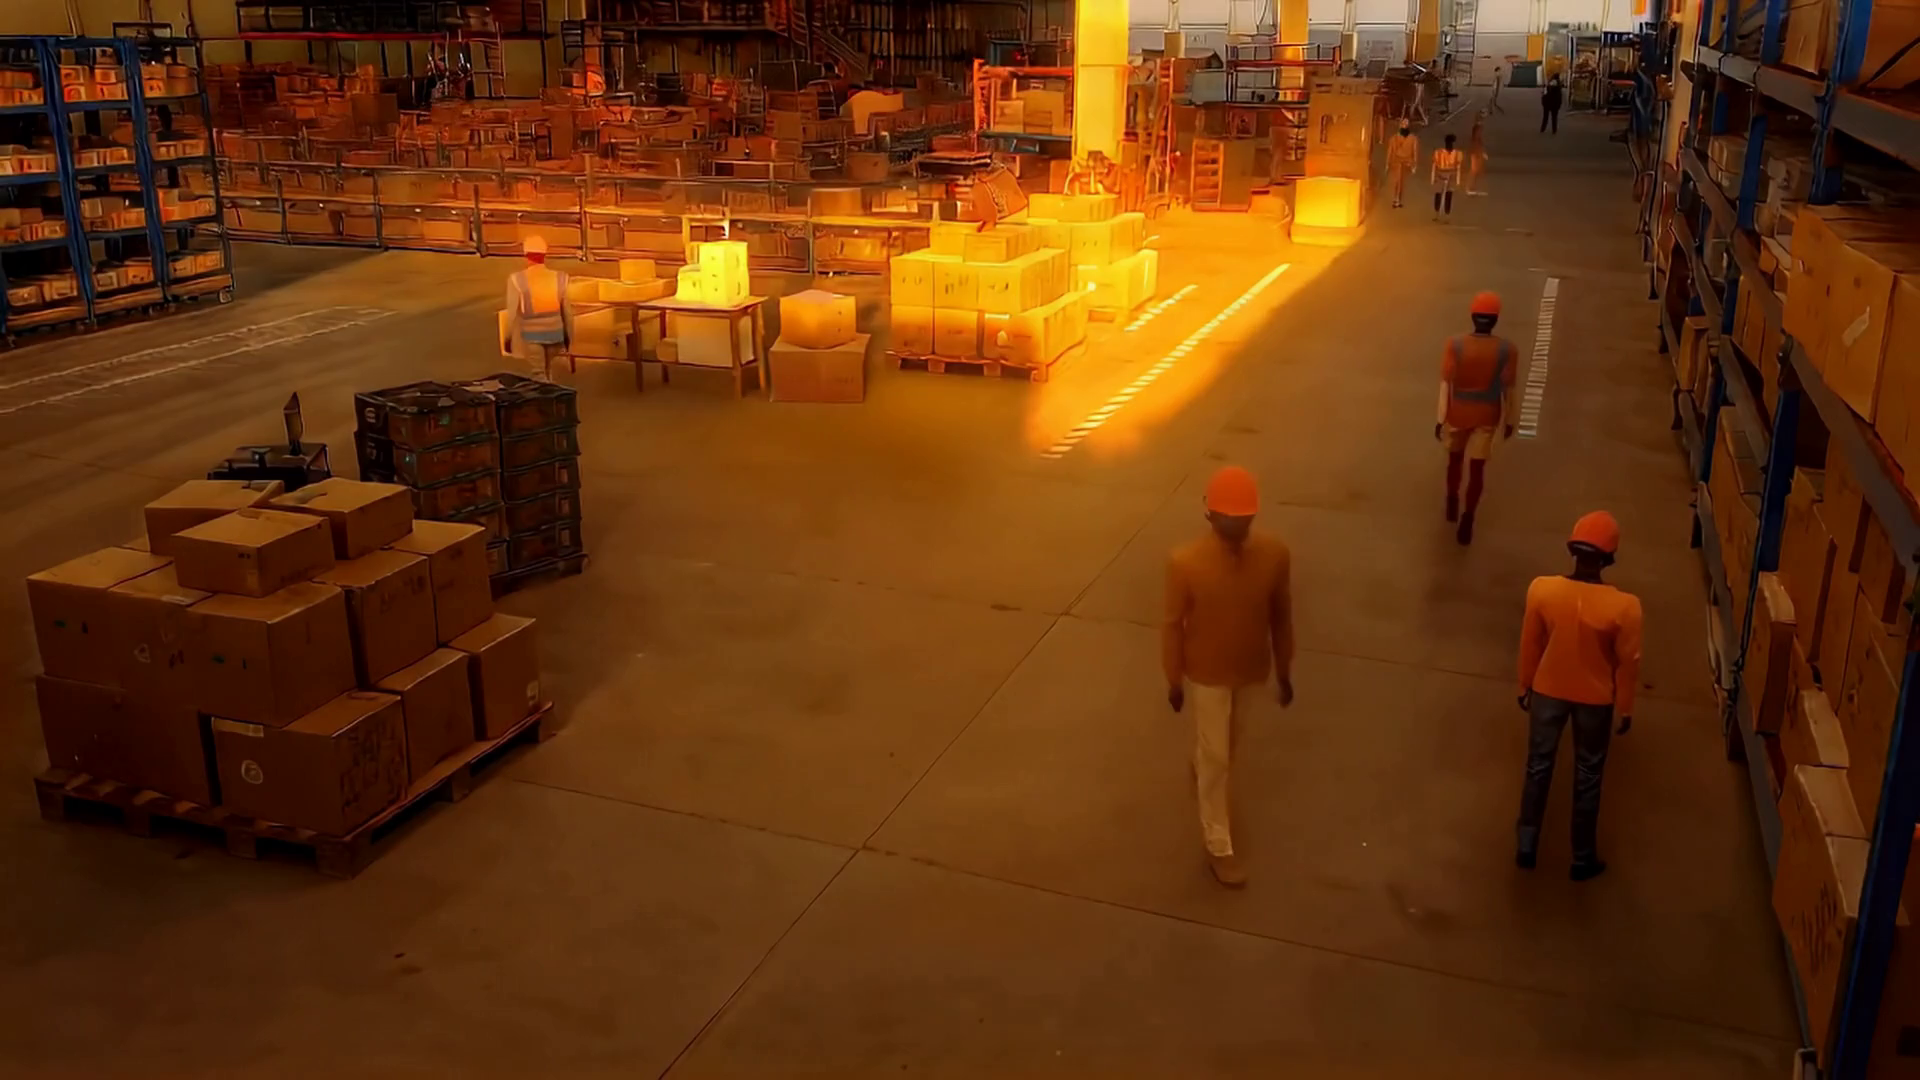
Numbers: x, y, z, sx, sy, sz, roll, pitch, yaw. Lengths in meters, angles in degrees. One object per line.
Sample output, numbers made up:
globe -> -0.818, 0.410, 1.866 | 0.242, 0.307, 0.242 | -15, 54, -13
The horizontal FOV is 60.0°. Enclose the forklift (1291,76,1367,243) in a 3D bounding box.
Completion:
forklift -> 6.598, -6.755, 29.381 | 1.129, 2.768, 1.873 | 6, 19, 19

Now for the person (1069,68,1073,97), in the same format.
person -> 5.298, -21.580, 77.513 | 0.464, 1.922, 0.641 | 5, 18, 16

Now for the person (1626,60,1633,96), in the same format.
person -> 32.111, -22.102, 79.529 | 0.531, 1.692, 0.320 | -14, 22, -36

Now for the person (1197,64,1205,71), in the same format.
person -> 9.567, -17.704, 65.345 | 0.773, 1.918, 0.544 | 5, 18, 15

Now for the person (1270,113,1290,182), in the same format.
person -> 7.527, -9.272, 39.339 | 0.509, 1.613, 0.609 | 16, 24, 41

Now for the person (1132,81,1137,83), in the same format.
person -> 9.590, -26.845, 94.123 | 0.944, 1.892, 0.601 | 15, 23, 40

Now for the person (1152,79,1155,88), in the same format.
person -> 6.593, -15.080, 57.407 | 0.688, 1.711, 0.556 | -13, 22, -35

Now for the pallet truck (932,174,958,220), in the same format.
pallet truck -> -0.507, -5.292, 27.348 | 0.653, 1.274, 1.630 | 6, 19, 19

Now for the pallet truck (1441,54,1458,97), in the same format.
pallet truck -> 22.765, -21.886, 78.355 | 0.823, 1.965, 1.885 | -4, 18, -14

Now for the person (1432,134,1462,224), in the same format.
person -> 9.335, -6.952, 31.936 | 0.535, 1.679, 0.699 | 5, 18, 15

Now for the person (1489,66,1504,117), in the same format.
person -> 20.646, -17.237, 63.914 | 0.462, 1.904, 0.592 | 5, 18, 14

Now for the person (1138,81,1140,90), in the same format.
person -> 9.226, -24.036, 85.186 | 0.377, 1.950, 0.612 | 3, 18, 9

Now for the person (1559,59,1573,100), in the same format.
person -> 27.623, -20.997, 75.880 | 0.848, 1.815, 0.632 | 9, 20, 25

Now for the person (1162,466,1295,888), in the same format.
person -> 1.230, 0.576, 7.827 | 0.616, 1.972, 0.784 | -5, 18, -16

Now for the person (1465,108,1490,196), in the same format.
person -> 11.489, -8.505, 36.508 | 0.727, 1.885, 0.648 | 9, 20, 26

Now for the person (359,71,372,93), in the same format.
person -> -19.379, -14.260, 54.319 | 0.372, 2.044, 0.607 | -13, 22, -35

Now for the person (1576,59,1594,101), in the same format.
person -> 28.217, -20.693, 74.817 | 0.937, 1.877, 0.660 | 16, 24, 41

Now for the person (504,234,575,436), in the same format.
person -> -3.977, -1.952, 15.878 | 0.614, 1.916, 0.955 | -12, 21, -33

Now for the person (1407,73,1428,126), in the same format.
person -> 16.121, -15.503, 58.595 | 0.967, 1.827, 0.538 | 1, 18, 2

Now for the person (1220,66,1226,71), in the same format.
person -> 10.529, -18.017, 66.490 | 0.975, 1.828, 0.513 | -8, 19, -23

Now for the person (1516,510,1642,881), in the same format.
person -> 2.851, 0.717, 7.711 | 0.535, 1.767, 0.315 | 12, 21, 33

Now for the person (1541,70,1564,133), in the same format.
person -> 19.727, -14.590, 55.362 | 0.687, 2.000, 0.536 | 2, 18, 6

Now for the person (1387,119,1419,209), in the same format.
person -> 9.027, -7.655, 33.948 | 0.626, 1.800, 0.807 | 5, 18, 15

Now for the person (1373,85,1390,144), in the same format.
person -> 12.868, -13.009, 50.884 | 0.577, 1.732, 0.566 | -2, 18, -8

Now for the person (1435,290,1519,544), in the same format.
person -> 3.984, -0.977, 12.820 | 0.576, 1.892, 0.941 | 6, 18, 17

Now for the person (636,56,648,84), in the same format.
person -> -15.003, -21.802, 78.307 | 0.585, 1.868, 0.647 | 6, 19, 17

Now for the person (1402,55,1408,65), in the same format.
person -> 23.250, -24.466, 86.945 | 0.364, 1.705, 0.514 | 3, 18, 9

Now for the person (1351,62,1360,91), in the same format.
person -> 16.920, -19.512, 71.162 | 0.547, 1.831, 0.464 | -16, 24, -41
